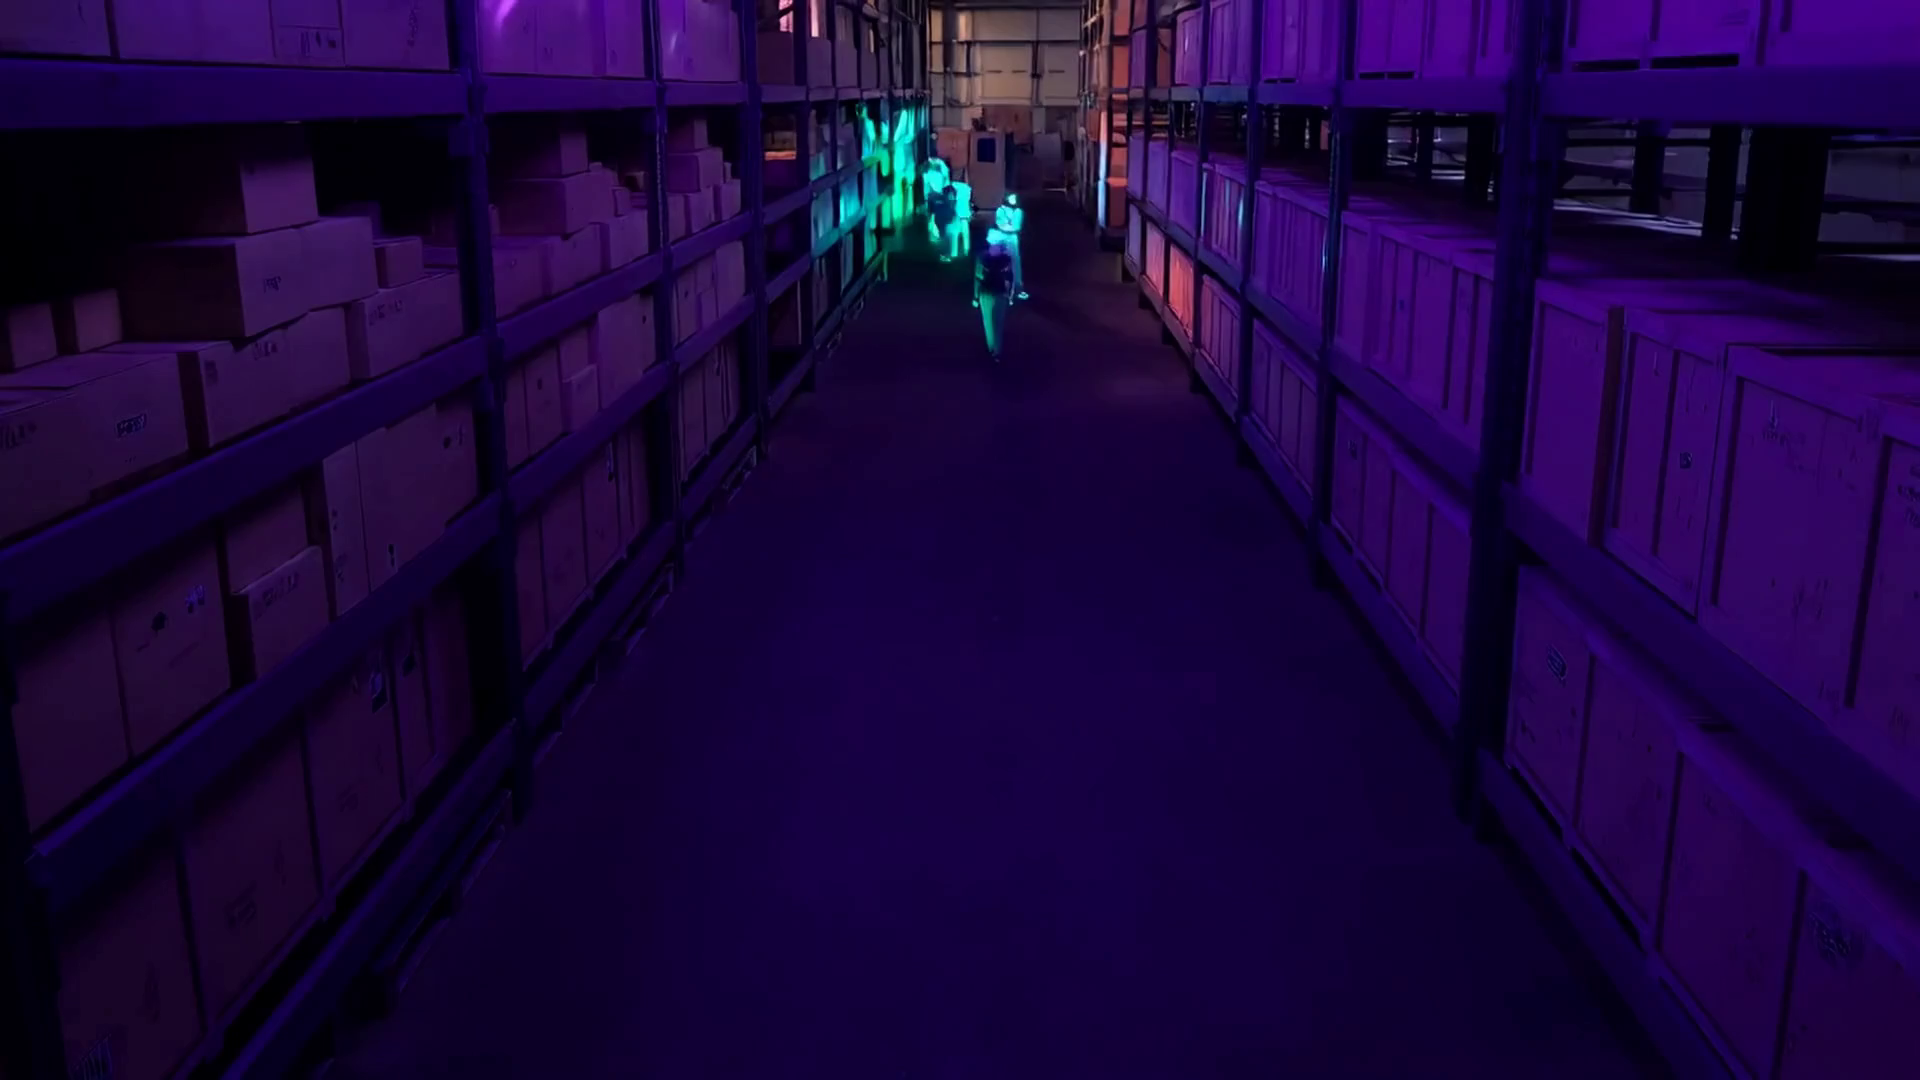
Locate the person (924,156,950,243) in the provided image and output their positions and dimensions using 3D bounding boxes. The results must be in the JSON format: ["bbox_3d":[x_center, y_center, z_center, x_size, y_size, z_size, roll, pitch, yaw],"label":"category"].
[{"bbox_3d":[-0.538,-8.093,39.556,0.633,2.003,0.896,1,15,2],"label":"person"}]

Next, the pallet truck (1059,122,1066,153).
[{"bbox_3d":[5.788,-21.111,88.014,1.885,1.965,0.823,5,16,18],"label":"pallet truck"}]

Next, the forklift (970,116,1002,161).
[{"bbox_3d":[0.770,-10.966,48.591,1.129,2.768,1.873,0,15,2],"label":"forklift"}]

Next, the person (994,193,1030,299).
[{"bbox_3d":[0.863,-5.056,28.657,0.581,1.793,0.943,-7,17,-25],"label":"person"}]

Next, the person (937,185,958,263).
[{"bbox_3d":[-0.217,-6.594,34.717,0.339,1.621,0.500,8,17,28],"label":"person"}]

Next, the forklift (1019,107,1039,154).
[{"bbox_3d":[3.380,-19.688,81.045,1.129,2.768,1.873,-7,17,-24],"label":"forklift"}]

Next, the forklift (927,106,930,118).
[{"bbox_3d":[-1.953,-21.125,86.391,1.129,2.768,1.873,0,15,2],"label":"forklift"}]

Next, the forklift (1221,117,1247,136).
[{"bbox_3d":[7.727,-10.406,46.509,1.129,2.768,1.873,0,15,1],"label":"forklift"}]

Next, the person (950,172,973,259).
[{"bbox_3d":[-0.036,-6.922,35.517,0.624,1.844,0.430,-5,16,-18],"label":"person"}]

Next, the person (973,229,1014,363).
[{"bbox_3d":[0.449,-3.267,22.113,0.528,1.730,0.880,1,15,4],"label":"person"}]
